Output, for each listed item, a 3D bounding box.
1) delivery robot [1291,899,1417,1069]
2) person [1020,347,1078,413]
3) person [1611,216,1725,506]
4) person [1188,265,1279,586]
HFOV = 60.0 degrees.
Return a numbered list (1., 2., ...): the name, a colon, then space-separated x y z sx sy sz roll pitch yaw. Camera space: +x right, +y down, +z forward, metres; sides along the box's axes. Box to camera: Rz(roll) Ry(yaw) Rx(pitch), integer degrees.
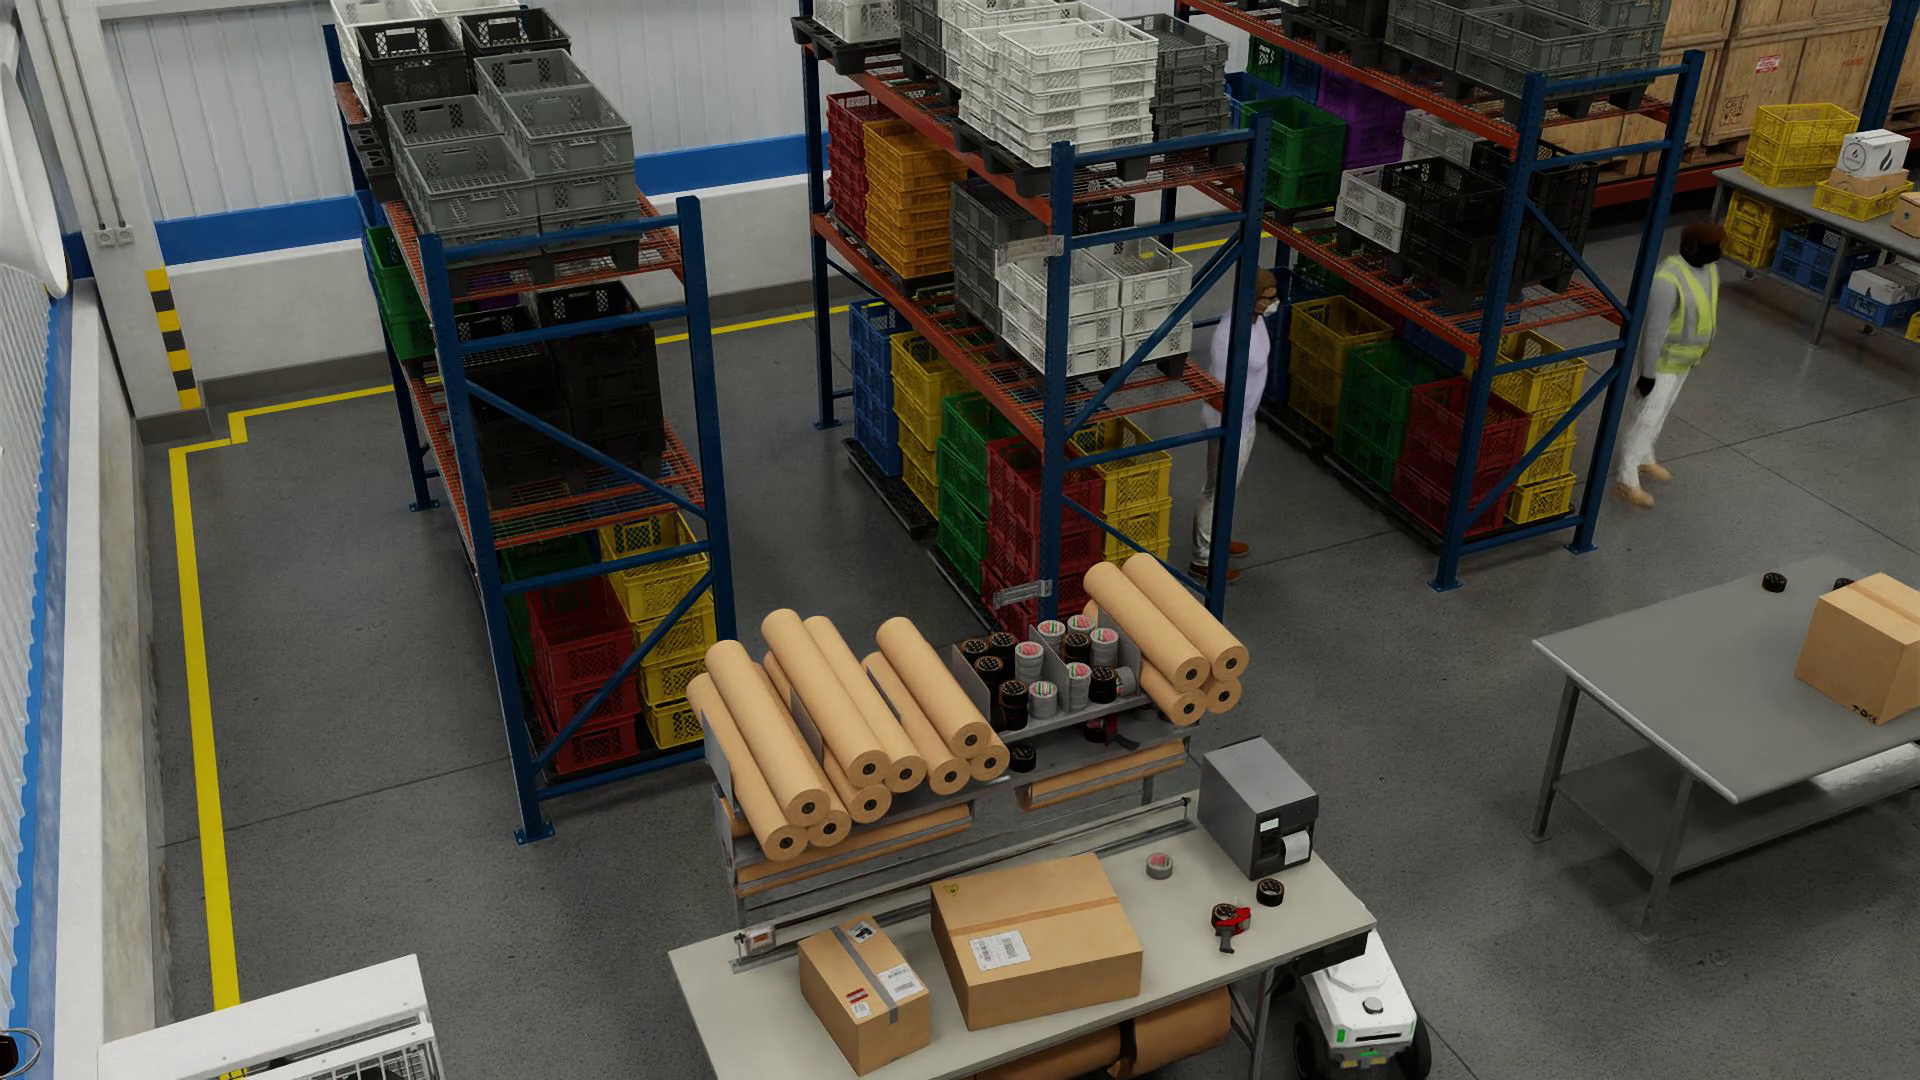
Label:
1. delivery robot: 1.570 1.762 6.727 0.477 0.478 0.707 -4 32 -6
2. person: 0.593 -1.795 11.361 0.633 1.870 0.593 24 39 33
3. person: 4.399 -1.131 10.301 0.429 1.840 0.632 27 41 36
4. person: 1.552 -0.656 9.439 0.363 1.932 0.627 10 33 16
